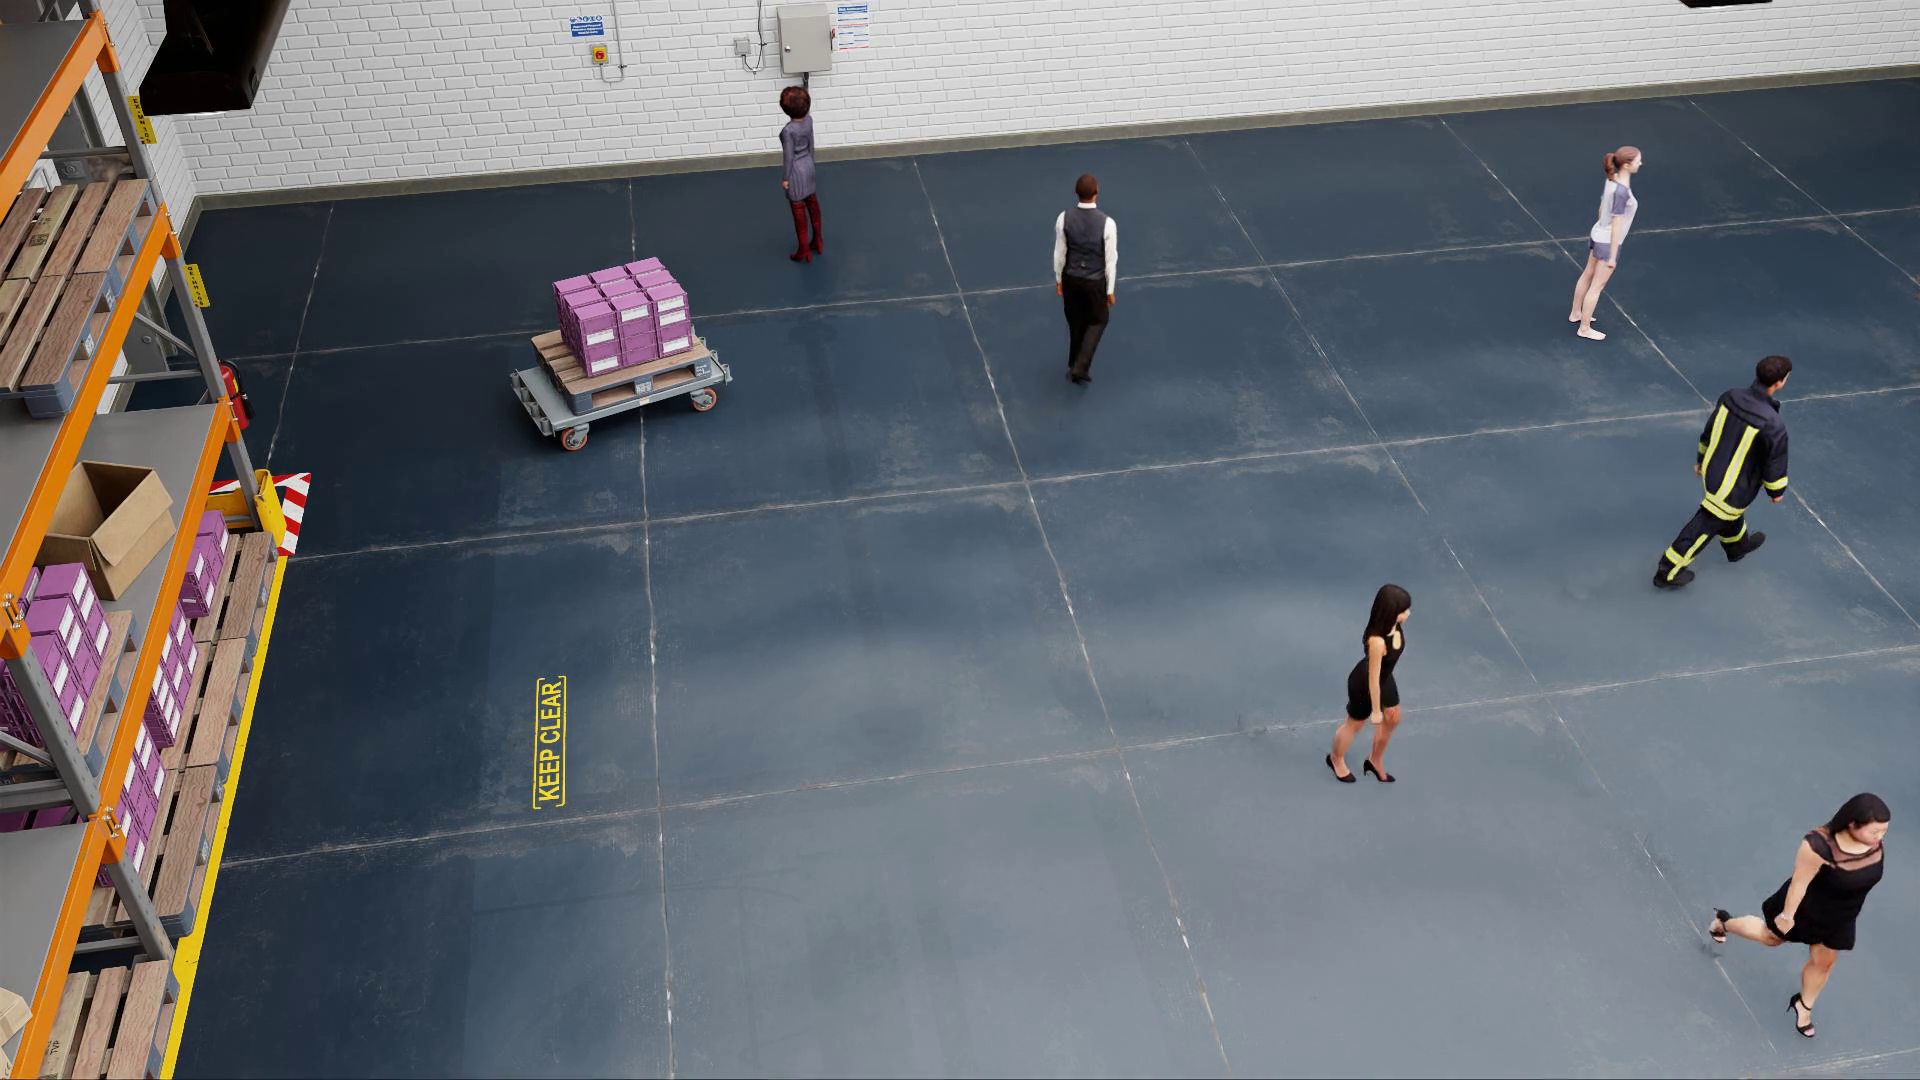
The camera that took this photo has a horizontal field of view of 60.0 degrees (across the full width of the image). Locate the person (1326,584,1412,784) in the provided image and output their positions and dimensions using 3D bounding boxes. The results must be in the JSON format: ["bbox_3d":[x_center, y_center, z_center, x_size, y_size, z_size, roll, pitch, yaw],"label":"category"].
[{"bbox_3d":[2.456,0.886,10.272,0.819,1.632,0.760,20,43,23],"label":"person"}]

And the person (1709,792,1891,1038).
[{"bbox_3d":[4.523,1.907,8.950,0.757,1.686,1.075,-11,40,-14],"label":"person"}]

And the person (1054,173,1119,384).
[{"bbox_3d":[1.013,-2.088,13.779,0.907,1.902,0.976,14,41,16],"label":"person"}]

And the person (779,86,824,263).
[{"bbox_3d":[-1.497,-3.434,15.619,0.718,1.710,0.658,24,44,27],"label":"person"}]

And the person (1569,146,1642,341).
[{"bbox_3d":[5.654,-2.624,14.558,0.684,1.768,0.566,1,39,2],"label":"person"}]

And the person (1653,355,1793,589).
[{"bbox_3d":[5.358,-0.413,11.713,0.873,1.865,1.134,-8,39,-10],"label":"person"}]
